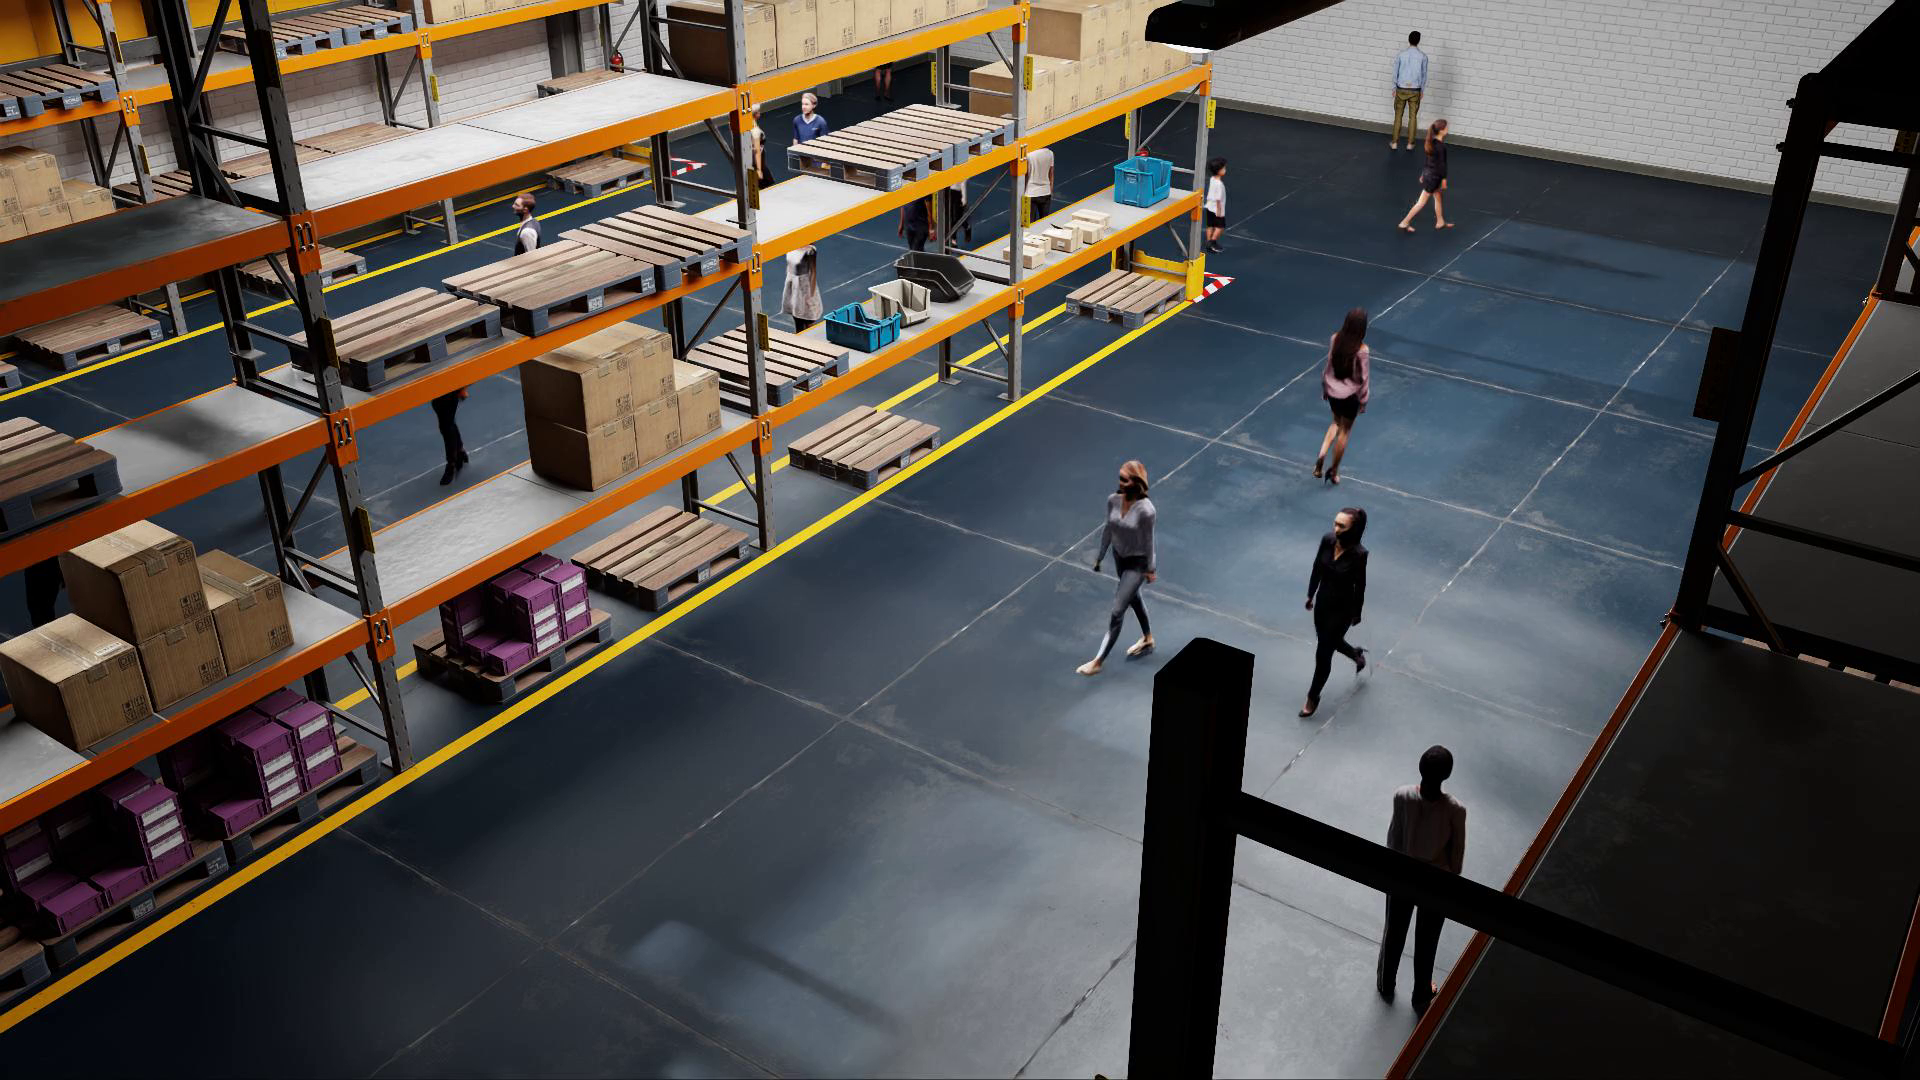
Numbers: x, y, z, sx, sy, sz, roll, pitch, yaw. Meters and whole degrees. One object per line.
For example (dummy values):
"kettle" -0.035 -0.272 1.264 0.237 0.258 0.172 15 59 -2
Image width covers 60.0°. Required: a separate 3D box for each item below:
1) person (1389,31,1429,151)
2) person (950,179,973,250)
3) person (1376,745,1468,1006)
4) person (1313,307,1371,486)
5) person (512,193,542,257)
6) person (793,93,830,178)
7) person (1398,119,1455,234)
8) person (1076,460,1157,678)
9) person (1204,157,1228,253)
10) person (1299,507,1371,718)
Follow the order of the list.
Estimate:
"person" 7.006 -7.022 25.973 0.751 1.812 0.708 7 29 12
"person" -0.036 -4.509 21.723 0.570 1.470 0.756 17 33 28
"person" 2.654 1.936 9.591 0.611 1.773 0.563 15 32 25
"person" 3.513 -1.291 15.480 0.791 1.800 0.744 -21 35 -33
"person" -4.666 -2.856 18.210 0.789 1.933 0.740 -6 29 -11
"person" -2.005 -5.058 22.311 0.711 1.871 0.636 10 30 18
"person" 6.262 -4.849 22.294 1.075 1.521 1.024 -5 29 -8
"person" 1.370 0.181 12.830 1.195 1.754 0.834 -21 35 -34
"person" 3.278 -4.357 21.668 0.639 1.256 0.588 -7 29 -13
"person" 2.810 0.498 12.317 1.092 1.687 0.789 -21 35 -33
